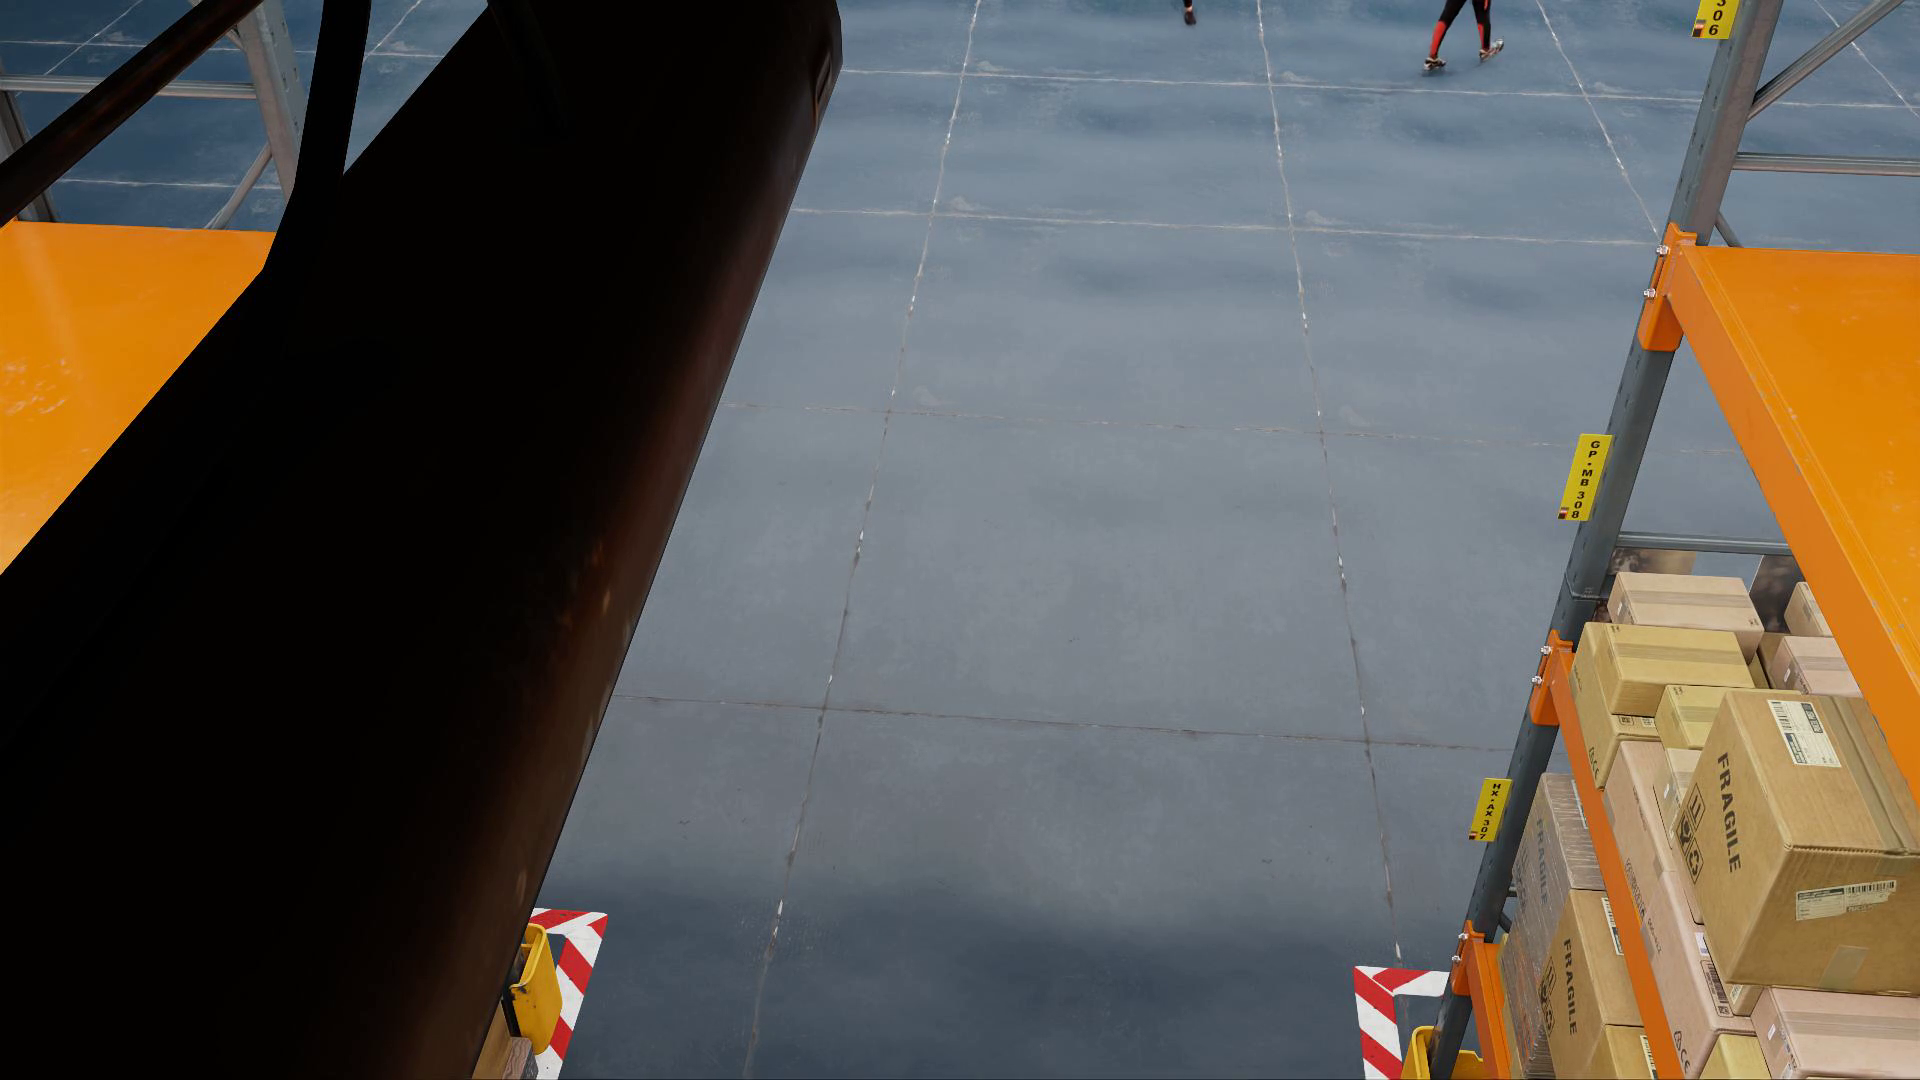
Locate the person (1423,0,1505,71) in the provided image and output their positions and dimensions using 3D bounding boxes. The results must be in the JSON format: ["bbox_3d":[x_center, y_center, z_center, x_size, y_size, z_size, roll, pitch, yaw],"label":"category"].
[{"bbox_3d":[4.812,-5.339,15.896,1.195,1.757,1.176,-24,44,-28],"label":"person"}]
